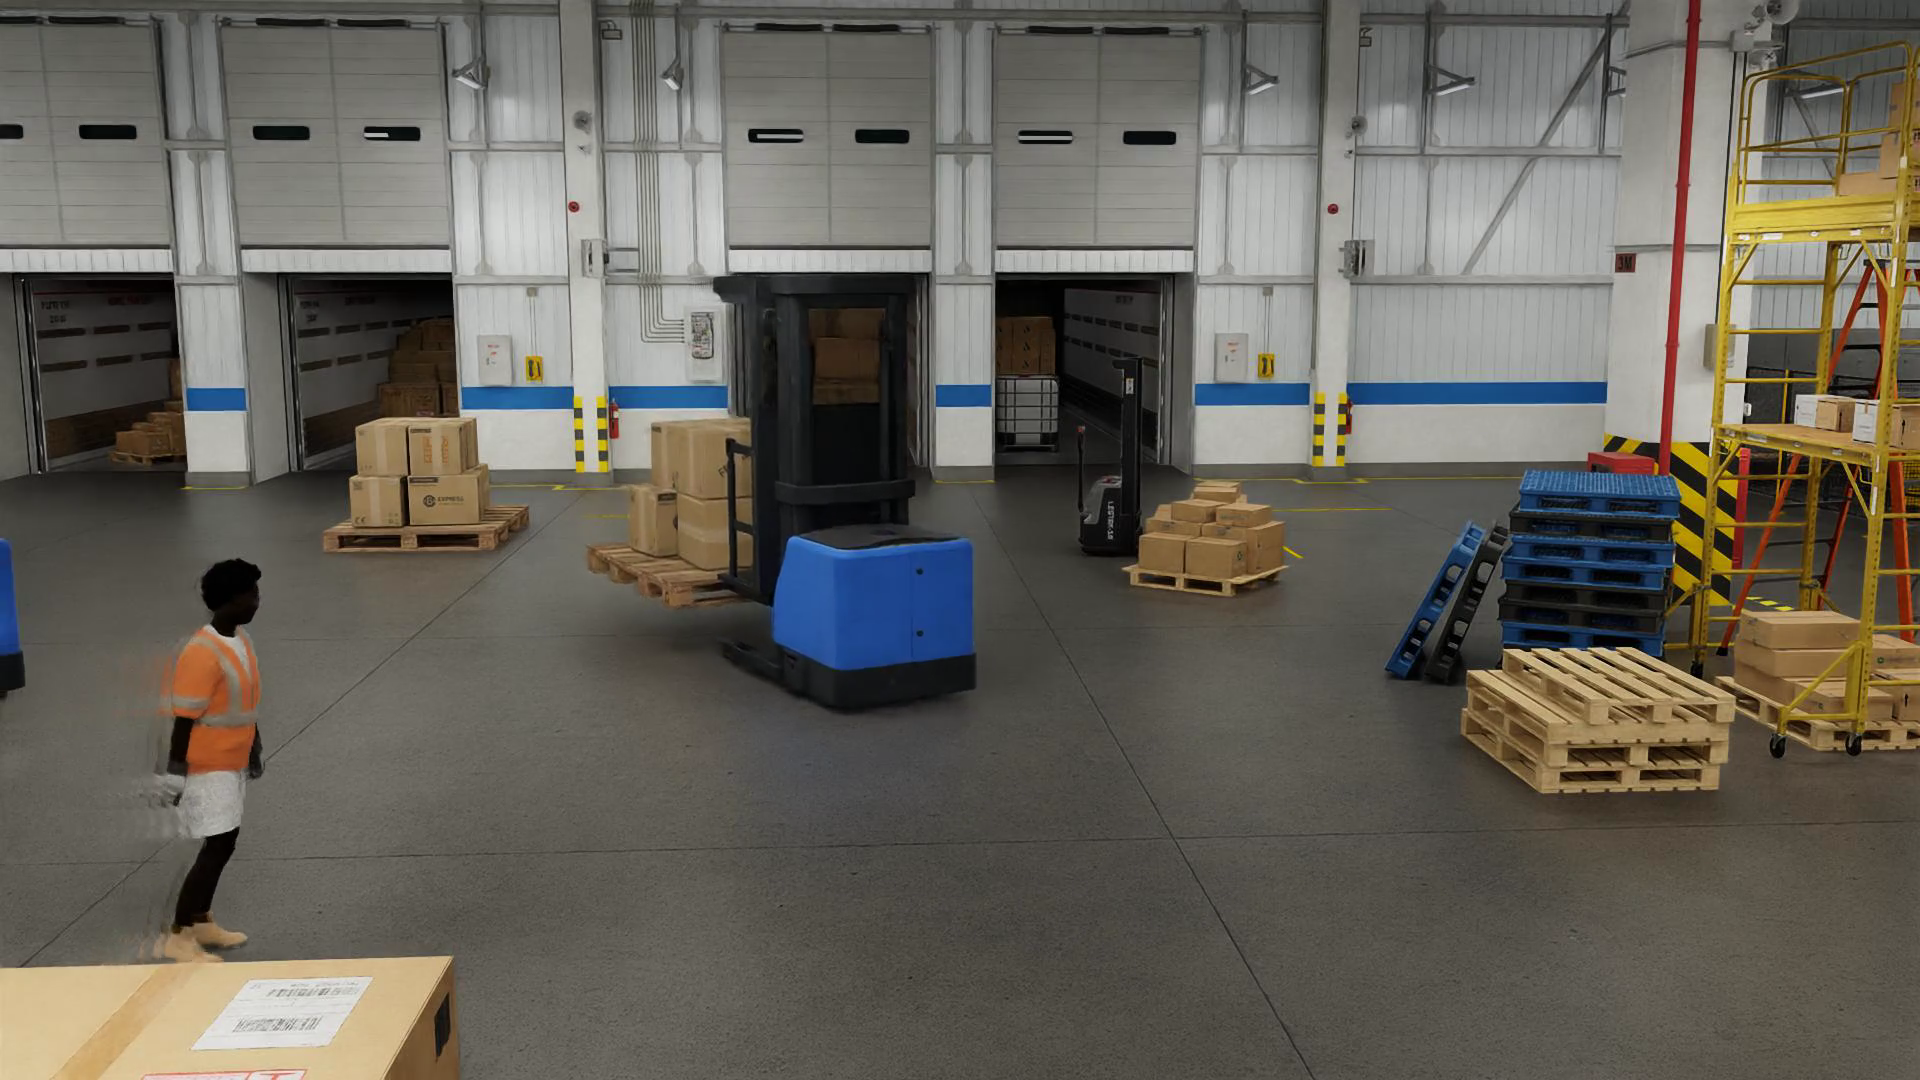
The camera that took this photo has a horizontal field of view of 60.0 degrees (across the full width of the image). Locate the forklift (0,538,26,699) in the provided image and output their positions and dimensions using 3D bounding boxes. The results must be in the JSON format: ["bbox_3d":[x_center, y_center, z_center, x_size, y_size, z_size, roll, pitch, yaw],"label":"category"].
[{"bbox_3d":[-7.113,-0.258,10.364,1.129,2.768,1.873,5,10,27],"label":"forklift"}]

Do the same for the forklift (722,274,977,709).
[{"bbox_3d":[-0.776,-0.420,11.382,1.129,2.768,1.873,-5,10,-30],"label":"forklift"}]

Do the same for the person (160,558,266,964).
[{"bbox_3d":[-3.058,0.904,6.842,0.424,1.662,0.551,-1,9,-7],"label":"person"}]

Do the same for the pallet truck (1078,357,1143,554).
[{"bbox_3d":[2.088,-0.836,16.757,1.885,1.965,0.823,2,9,13],"label":"pallet truck"}]
